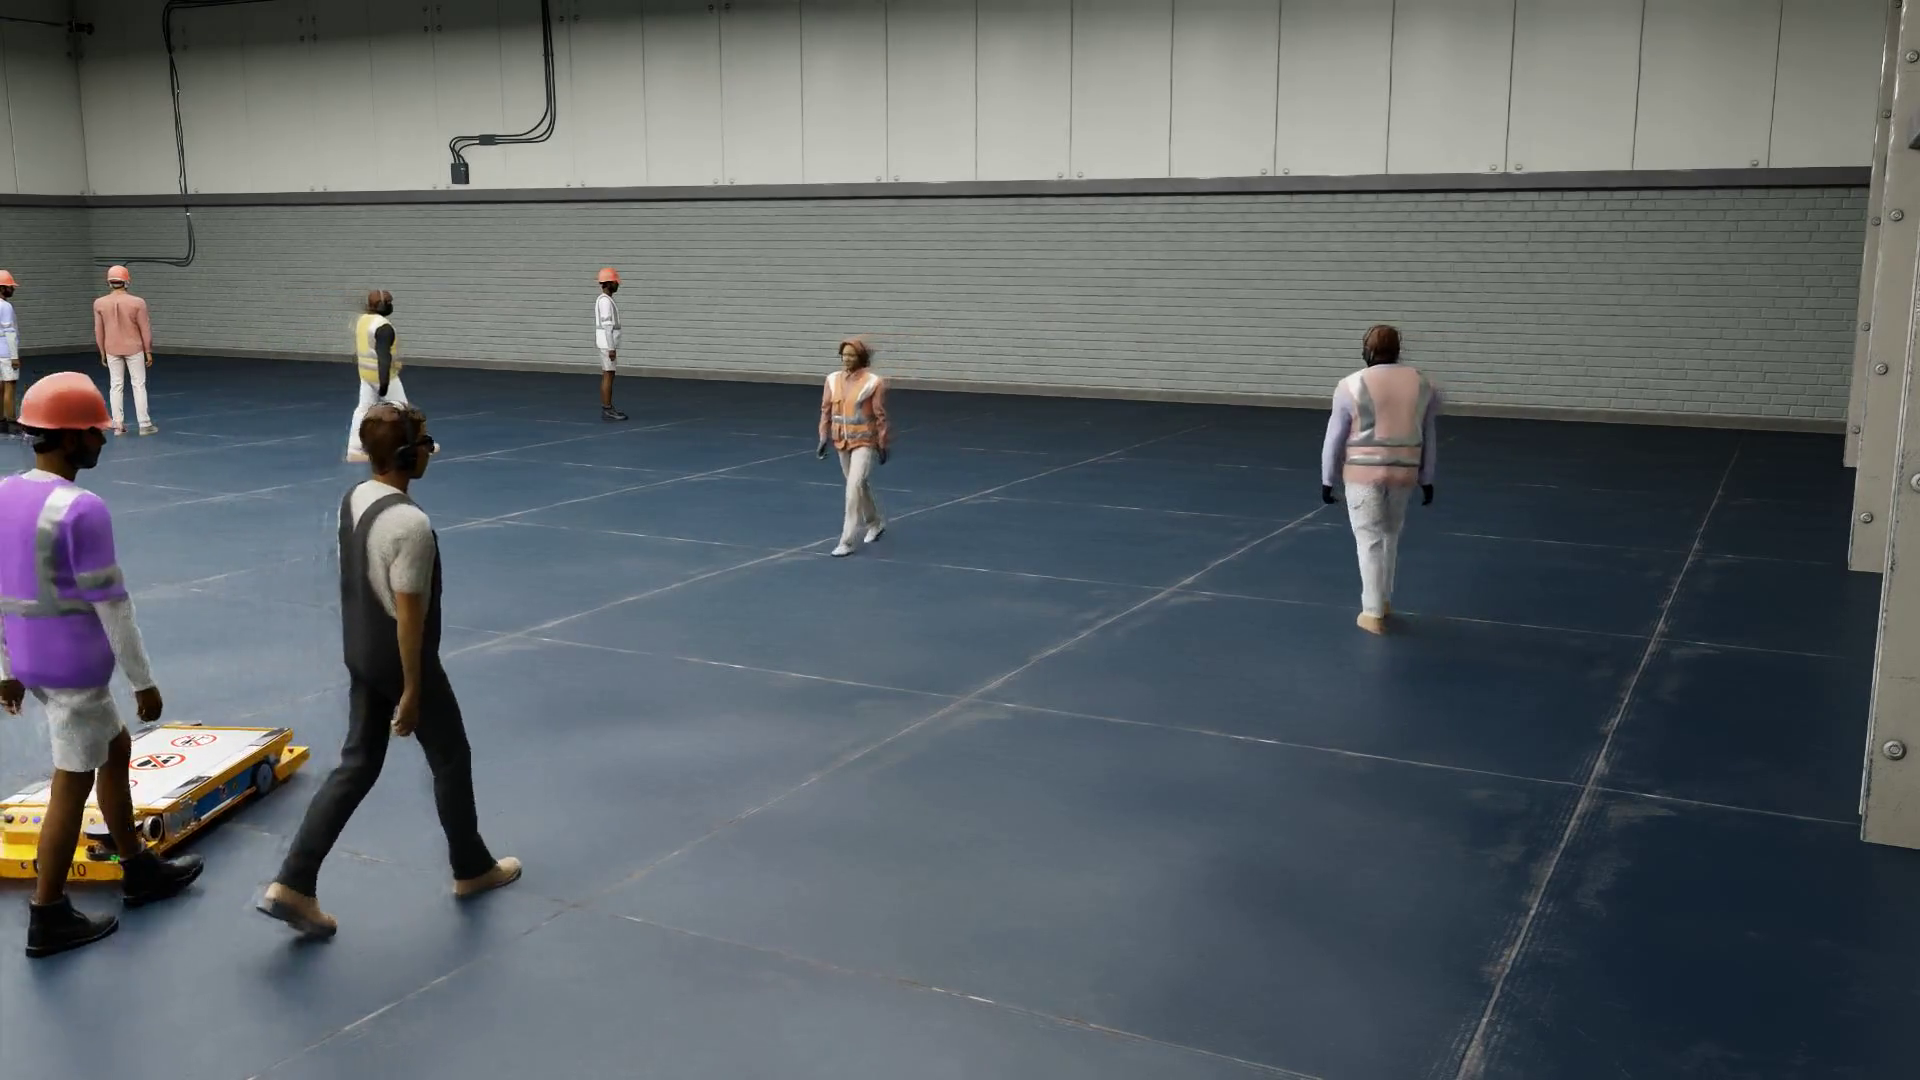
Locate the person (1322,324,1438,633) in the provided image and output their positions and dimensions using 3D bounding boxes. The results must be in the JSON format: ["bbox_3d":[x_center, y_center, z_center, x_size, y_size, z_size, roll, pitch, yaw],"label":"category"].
[{"bbox_3d":[2.471,-0.380,10.002,0.661,1.821,0.659,-2,11,-10],"label":"person"}]

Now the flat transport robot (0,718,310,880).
[{"bbox_3d":[-3.259,1.007,6.684,0.652,0.197,1.431,1,10,4],"label":"flat transport robot"}]

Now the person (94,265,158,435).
[{"bbox_3d":[-9.840,-2.227,19.628,0.628,1.998,0.390,-1,10,-8],"label":"person"}]

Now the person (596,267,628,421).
[{"bbox_3d":[-4.458,-2.494,21.216,0.353,1.942,0.545,-3,11,-16],"label":"person"}]

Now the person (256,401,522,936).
[{"bbox_3d":[-1.964,0.433,5.640,0.511,1.816,0.931,8,13,37],"label":"person"}]

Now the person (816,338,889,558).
[{"bbox_3d":[-0.760,-0.719,12.457,0.503,1.600,0.849,7,12,32],"label":"person"}]

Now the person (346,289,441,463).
[{"bbox_3d":[-5.993,-1.709,17.347,0.621,1.792,0.964,10,15,44],"label":"person"}]

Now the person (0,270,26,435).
[{"bbox_3d":[-11.306,-2.220,19.728,0.547,1.938,0.379,8,13,37],"label":"person"}]

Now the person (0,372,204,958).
[{"bbox_3d":[-2.859,0.389,5.593,0.565,1.901,0.831,7,13,34],"label":"person"}]
